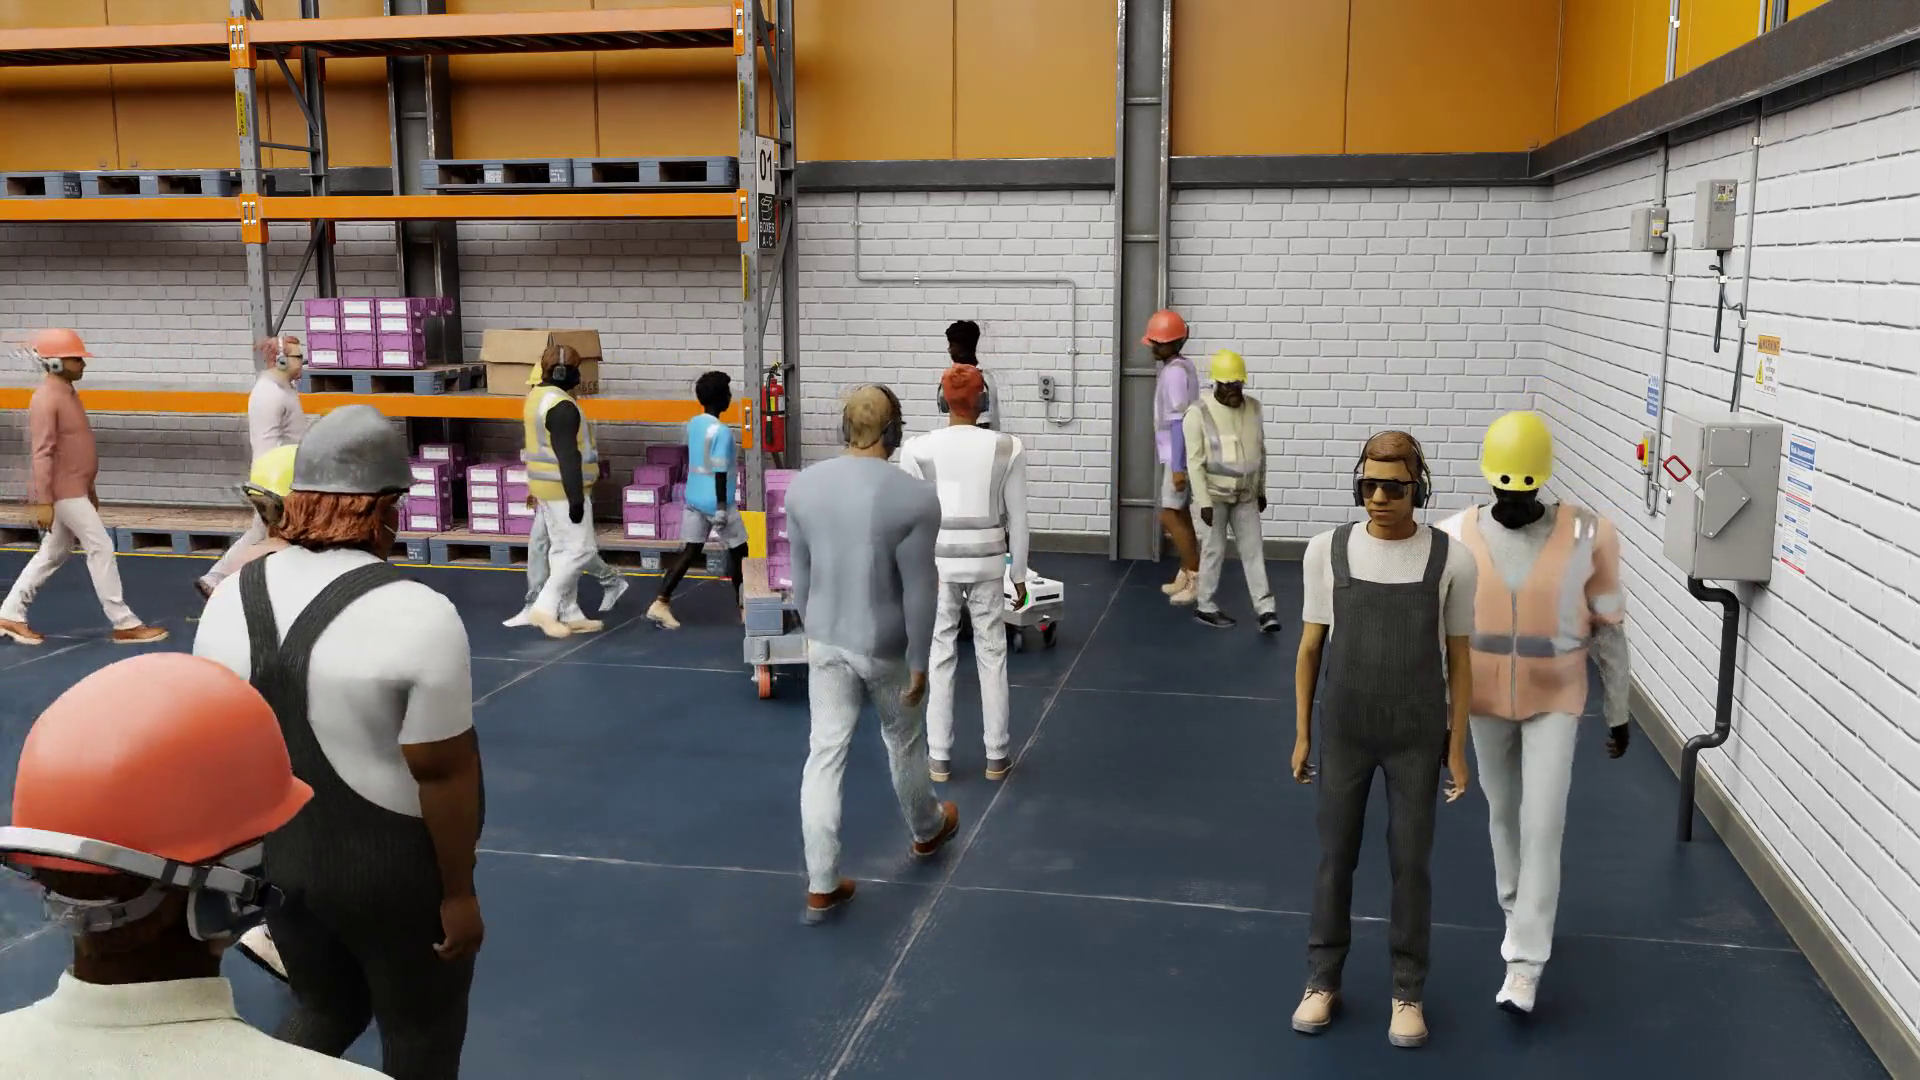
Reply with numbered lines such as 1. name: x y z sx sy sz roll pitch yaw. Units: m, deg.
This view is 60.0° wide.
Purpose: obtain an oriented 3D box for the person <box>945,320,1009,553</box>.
1. person: -0.003 -0.601 11.864 0.871 1.920 0.663 -3 10 -16

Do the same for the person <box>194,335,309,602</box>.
1. person: -4.551 -0.404 10.884 0.911 1.874 0.654 -3 10 -20

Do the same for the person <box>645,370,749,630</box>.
1. person: -1.618 -0.246 10.540 0.839 1.666 0.539 -7 12 -36

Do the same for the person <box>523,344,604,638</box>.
1. person: -2.462 -0.289 10.287 0.485 1.834 0.631 -5 11 -28

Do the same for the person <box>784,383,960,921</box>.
1. person: -0.323 0.368 6.132 0.652 1.886 0.997 4 10 21

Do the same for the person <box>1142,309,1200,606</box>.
1. person: 1.479 -0.564 11.409 0.471 2.023 0.764 2 10 13

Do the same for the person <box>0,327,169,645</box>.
1. person: -5.445 -0.312 10.075 1.005 1.951 0.622 -3 10 -16

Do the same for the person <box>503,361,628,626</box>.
1. person: -2.580 -0.321 10.839 0.833 1.708 0.484 -5 11 -28

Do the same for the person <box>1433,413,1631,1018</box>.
1. person: 1.746 0.532 5.225 0.621 1.858 0.985 5 11 30

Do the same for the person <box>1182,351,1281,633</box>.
1. person: 1.730 -0.281 10.384 0.664 1.788 0.773 -5 10 -26

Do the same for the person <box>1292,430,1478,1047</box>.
1. person: 1.253 0.588 4.953 0.516 1.843 0.327 3 10 19

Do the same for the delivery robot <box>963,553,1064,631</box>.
1. delivery robot: 0.313 0.324 10.140 0.477 0.478 0.707 -7 12 -36

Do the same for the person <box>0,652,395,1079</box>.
1. person: -0.811 1.082 1.671 0.628 1.954 1.003 1 10 9

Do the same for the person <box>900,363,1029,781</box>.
1. person: 0.019 0.151 7.475 0.583 1.880 0.337 0 9 -1

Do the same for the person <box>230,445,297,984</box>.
1. person: -2.115 0.575 5.279 0.548 1.752 0.404 7 12 36
